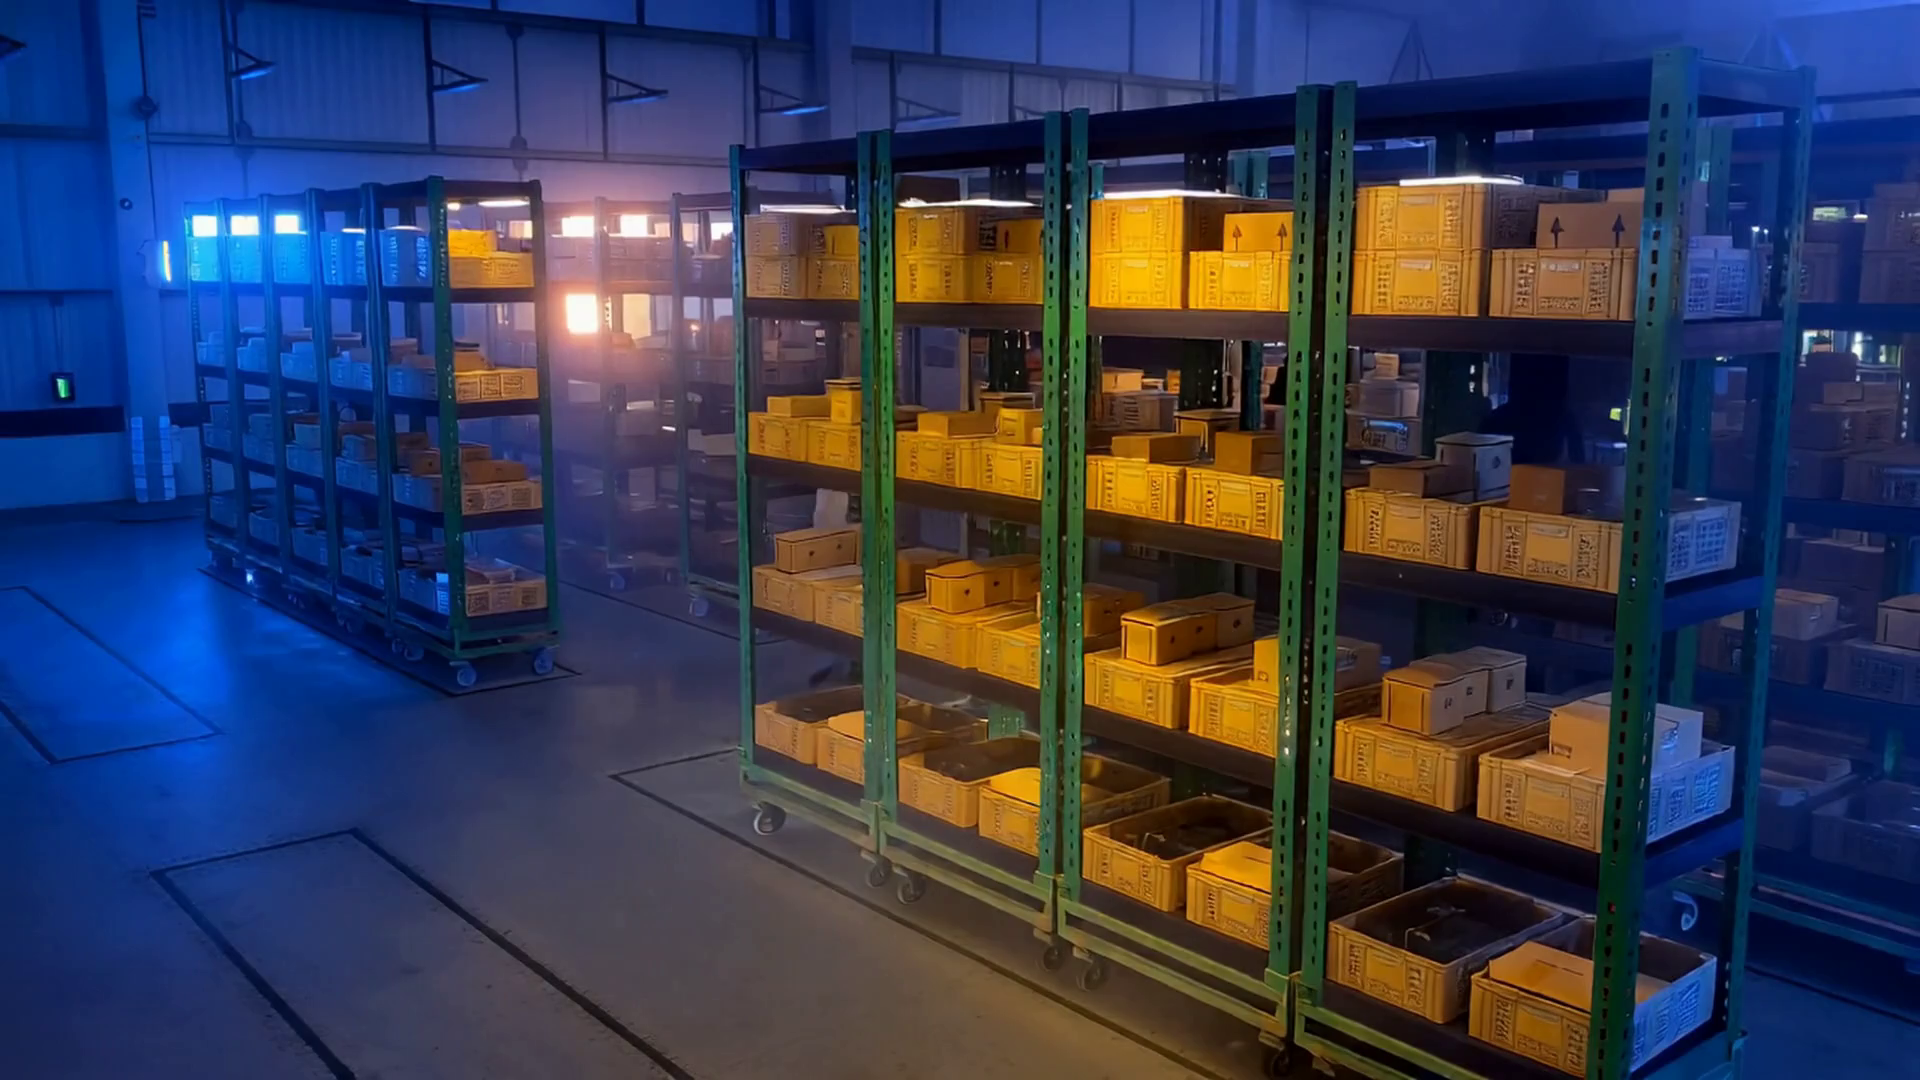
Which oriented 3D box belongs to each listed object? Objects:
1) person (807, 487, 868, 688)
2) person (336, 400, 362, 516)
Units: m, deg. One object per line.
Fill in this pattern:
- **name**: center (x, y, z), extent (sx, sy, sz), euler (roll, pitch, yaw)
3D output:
- **person**: center (-0.868, 0.176, 11.725), extent (0.629, 1.810, 0.575), euler (9, 13, 44)
- **person**: center (-6.171, -0.678, 16.822), extent (0.392, 1.836, 0.561), euler (-3, 10, -15)
